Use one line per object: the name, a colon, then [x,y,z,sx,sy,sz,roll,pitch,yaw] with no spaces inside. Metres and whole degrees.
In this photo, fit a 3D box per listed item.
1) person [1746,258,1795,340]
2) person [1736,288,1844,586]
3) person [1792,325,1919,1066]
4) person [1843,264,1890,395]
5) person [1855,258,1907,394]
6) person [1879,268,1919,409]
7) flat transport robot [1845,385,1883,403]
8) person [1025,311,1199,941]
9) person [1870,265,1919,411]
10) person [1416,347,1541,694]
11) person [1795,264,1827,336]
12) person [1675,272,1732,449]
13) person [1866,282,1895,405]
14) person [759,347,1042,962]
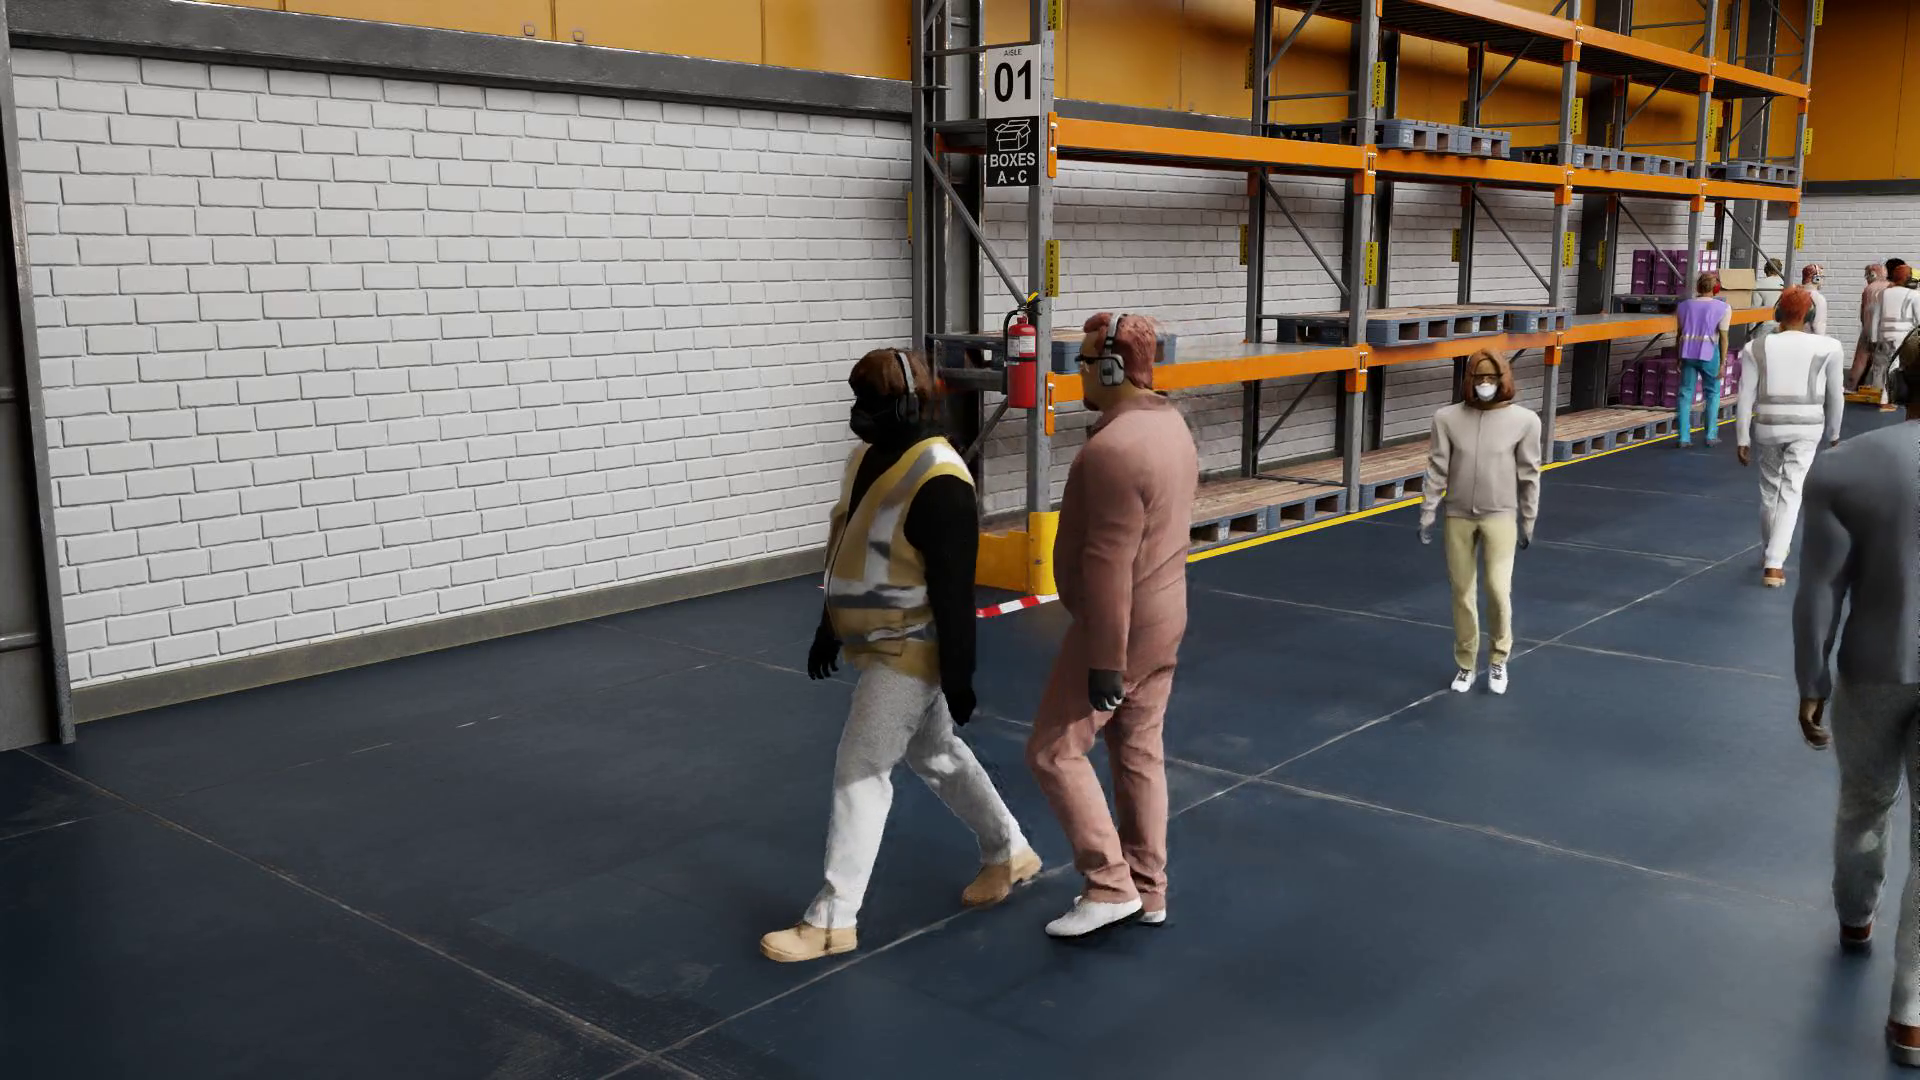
person: [11.404,-2.998,23.440,0.628,1.940,0.378,0,10,-2]
person: [5.204,-0.660,10.455,0.572,1.826,1.004,7,12,35]
person: [2.597,0.358,4.498,0.646,1.878,1.046,5,11,28]
person: [12.689,-2.911,23.184,0.663,1.848,0.926,-5,11,-25]
person: [13.019,-3.000,23.461,0.614,1.931,0.662,7,12,36]
person: [12.341,-2.633,21.714,0.623,1.806,0.705,4,11,23]
flat transport robot: [12.653,-1.970,22.335,1.431,0.197,0.652,-5,11,-27]
person: [0.444,0.268,4.991,0.477,1.891,0.662,5,11,25]
person: [12.044,-2.574,21.282,0.837,1.848,0.599,-6,12,-32]
person: [2.397,-0.077,7.720,0.511,1.622,0.381,5,11,28]
person: [9.575,-2.165,18.835,0.400,1.900,0.636,-1,10,-8]
person: [7.753,-1.867,17.343,0.586,1.815,0.792,9,14,42]
person: [12.319,-2.600,22.067,0.523,1.623,0.377,7,12,34]
person: [-0.137,0.315,5.000,0.949,1.802,0.625,-4,11,-21]
